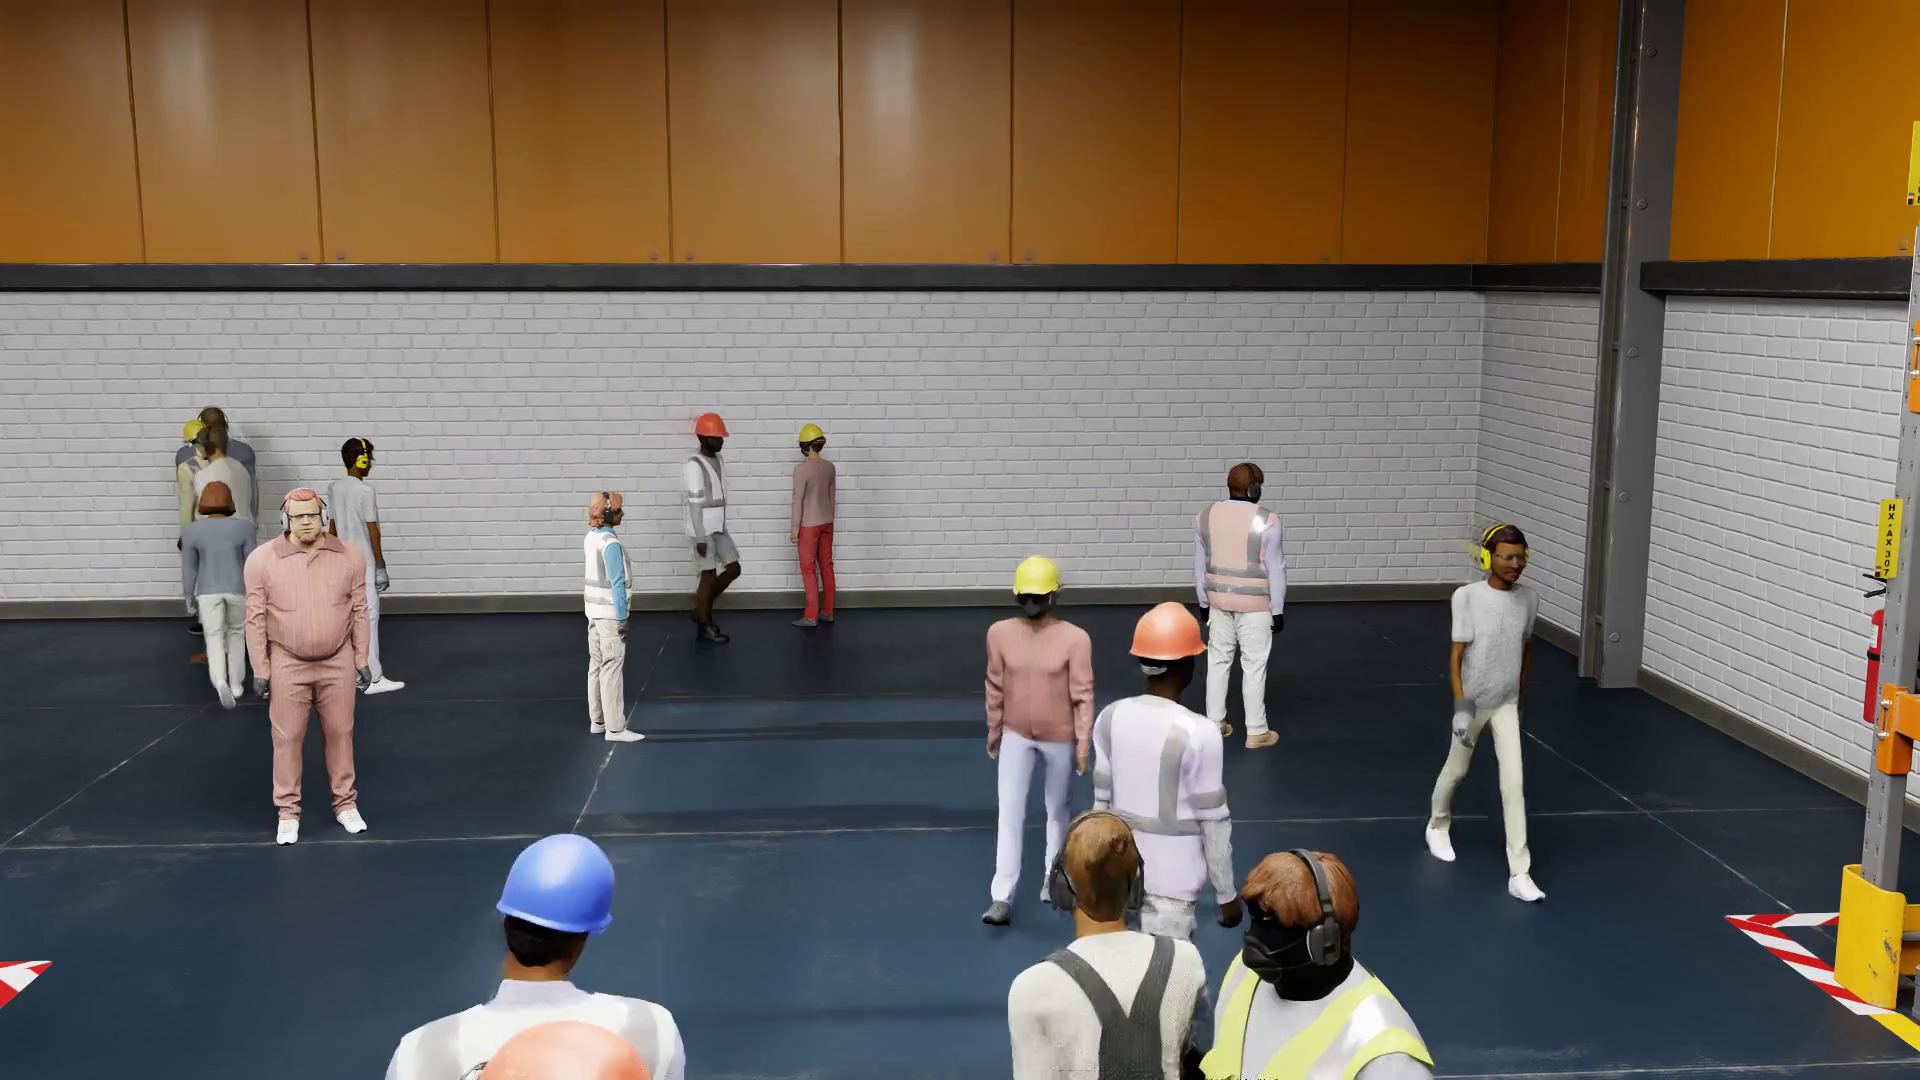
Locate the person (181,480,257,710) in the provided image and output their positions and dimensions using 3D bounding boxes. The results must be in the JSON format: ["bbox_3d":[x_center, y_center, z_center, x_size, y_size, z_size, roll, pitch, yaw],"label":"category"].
[{"bbox_3d":[-5.185,0.386,11.700,0.503,1.600,0.745,-4,10,-26],"label":"person"}]

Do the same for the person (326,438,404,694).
[{"bbox_3d":[-4.354,0.187,12.100,0.518,1.865,0.327,5,11,30],"label":"person"}]

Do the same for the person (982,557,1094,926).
[{"bbox_3d":[0.350,0.940,7.781,0.550,1.718,0.882,3,9,16],"label":"person"}]

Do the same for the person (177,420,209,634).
[{"bbox_3d":[-6.377,-0.108,14.081,0.403,1.823,0.586,4,10,24],"label":"person"}]

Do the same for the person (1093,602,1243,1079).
[{"bbox_3d":[0.655,1.167,5.847,0.972,1.903,0.538,-7,11,-37],"label":"person"}]

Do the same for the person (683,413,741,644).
[{"bbox_3d":[-2.038,-0.091,13.682,0.399,1.915,0.561,3,10,19],"label":"person"}]

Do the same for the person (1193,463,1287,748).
[{"bbox_3d":[1.818,0.417,10.725,0.634,1.841,0.429,7,11,36],"label":"person"}]

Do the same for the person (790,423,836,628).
[{"bbox_3d":[-1.276,-0.128,14.414,0.329,1.761,0.526,6,11,35],"label":"person"}]

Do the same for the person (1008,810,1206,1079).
[{"bbox_3d":[0.301,1.513,3.956,0.508,1.794,0.956,-3,9,-17],"label":"person"}]

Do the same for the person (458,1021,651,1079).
[{"bbox_3d":[-0.661,1.649,2.550,0.591,1.995,0.814,2,9,10],"label":"person"}]

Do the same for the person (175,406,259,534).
[{"bbox_3d":[-6.284,-0.173,14.133,0.629,1.937,0.373,-4,10,-21],"label":"person"}]

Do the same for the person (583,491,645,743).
[{"bbox_3d":[-2.290,0.499,10.843,0.308,1.640,0.511,-6,11,-32],"label":"person"}]

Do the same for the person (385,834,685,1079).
[{"bbox_3d":[-0.907,1.561,3.454,0.690,1.881,0.918,-3,10,-20],"label":"person"}]

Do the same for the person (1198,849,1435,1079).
[{"bbox_3d":[0.722,1.553,3.588,0.429,1.843,0.627,-4,10,-23],"label":"person"}]

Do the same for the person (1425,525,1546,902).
[{"bbox_3d":[2.635,0.814,8.324,0.535,1.821,1.002,-1,9,-9],"label":"person"}]

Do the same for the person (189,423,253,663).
[{"bbox_3d":[-5.572,0.050,12.857,0.876,1.912,0.633,0,9,0],"label":"person"}]

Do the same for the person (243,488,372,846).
[{"bbox_3d":[-3.484,0.667,8.951,0.642,1.909,0.410,-6,11,-31],"label":"person"}]
